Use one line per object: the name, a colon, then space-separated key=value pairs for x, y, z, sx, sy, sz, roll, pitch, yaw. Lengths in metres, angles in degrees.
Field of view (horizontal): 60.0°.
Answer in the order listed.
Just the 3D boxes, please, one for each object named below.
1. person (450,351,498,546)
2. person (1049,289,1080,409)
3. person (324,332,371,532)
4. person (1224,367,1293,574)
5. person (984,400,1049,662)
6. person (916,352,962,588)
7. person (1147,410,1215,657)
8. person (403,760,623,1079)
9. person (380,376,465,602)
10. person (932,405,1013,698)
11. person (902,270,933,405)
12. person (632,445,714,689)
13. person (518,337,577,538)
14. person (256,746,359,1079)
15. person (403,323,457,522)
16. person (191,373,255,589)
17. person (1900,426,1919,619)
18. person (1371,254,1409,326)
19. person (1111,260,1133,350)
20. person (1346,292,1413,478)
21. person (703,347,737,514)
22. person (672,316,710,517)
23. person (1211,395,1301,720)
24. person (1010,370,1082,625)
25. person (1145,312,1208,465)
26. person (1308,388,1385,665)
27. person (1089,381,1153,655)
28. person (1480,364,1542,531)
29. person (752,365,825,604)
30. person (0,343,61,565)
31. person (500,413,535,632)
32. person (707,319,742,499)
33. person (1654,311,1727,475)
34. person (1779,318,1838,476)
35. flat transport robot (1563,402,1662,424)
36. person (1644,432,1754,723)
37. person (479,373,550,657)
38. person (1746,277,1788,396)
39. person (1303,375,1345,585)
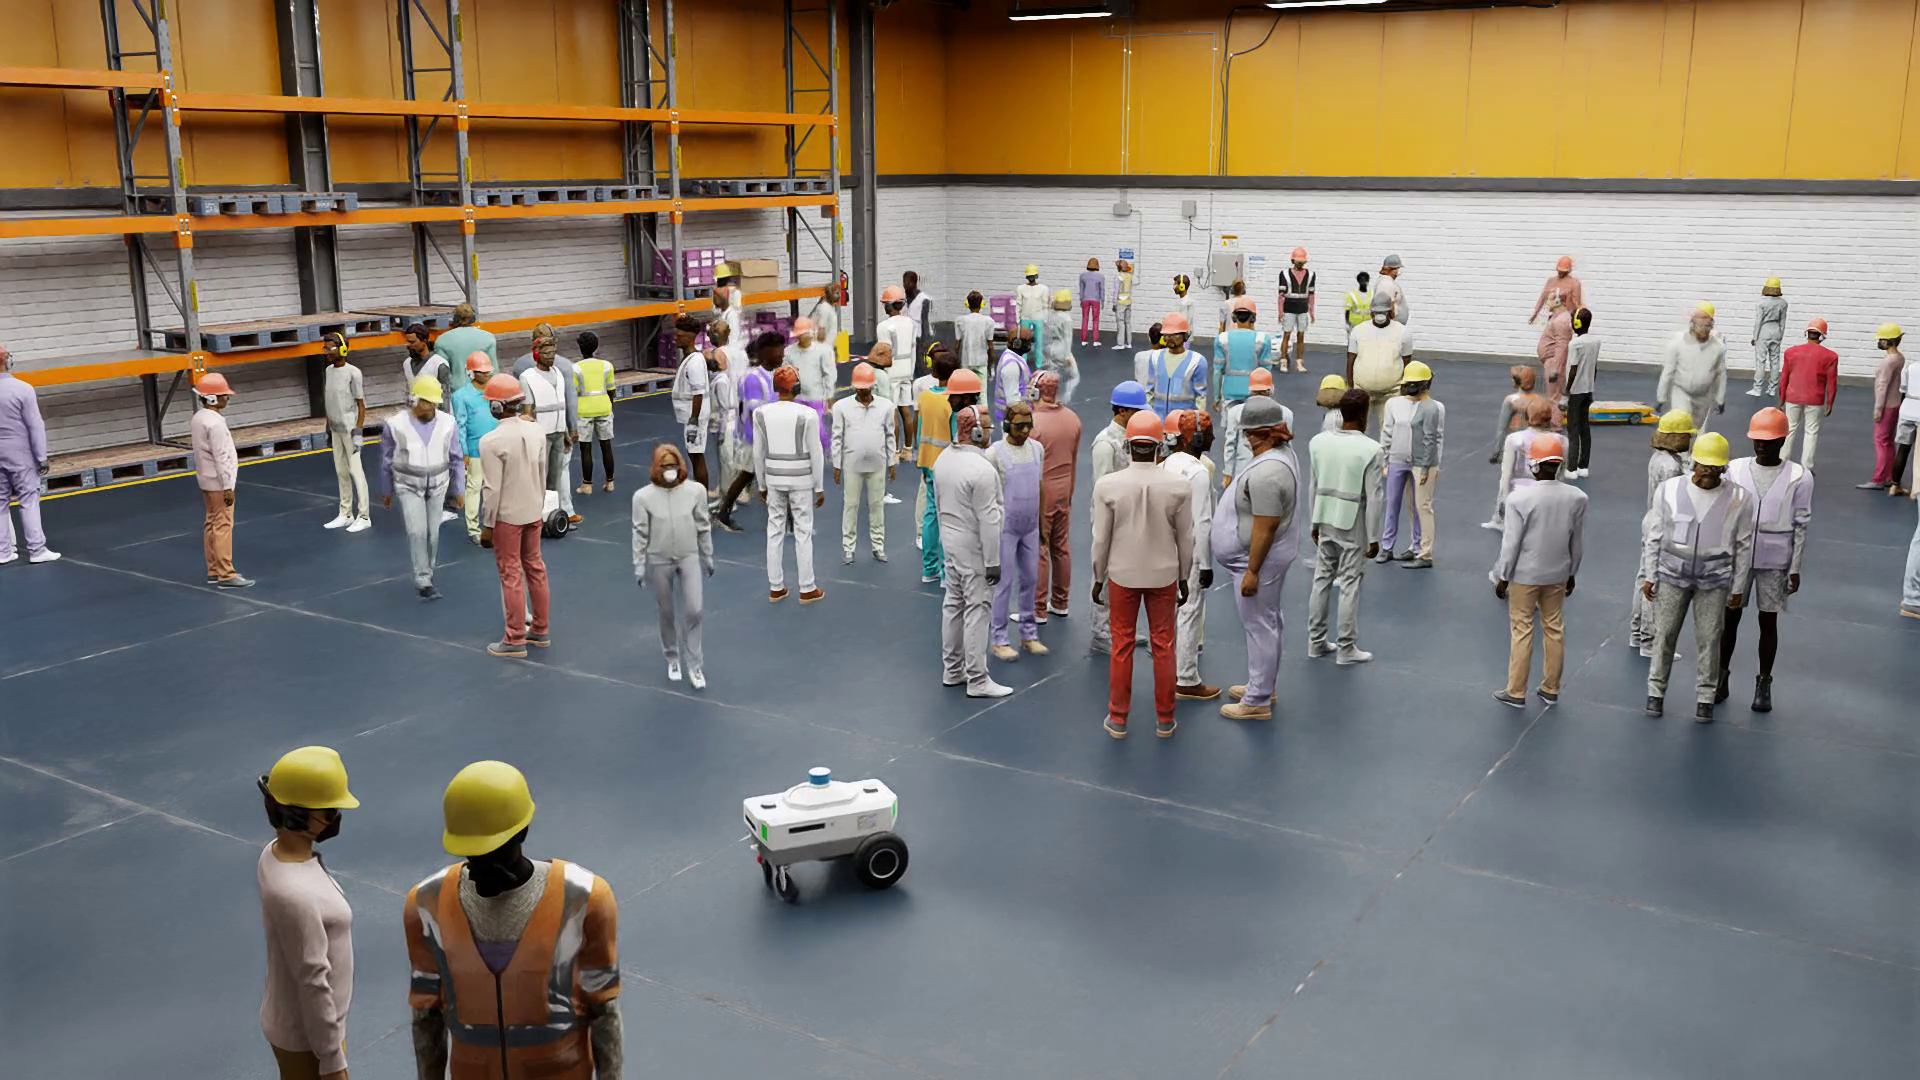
person: x=-4.313 y=-0.836 z=15.062 sx=0.326 sy=1.752 sz=0.563 roll=8 pitch=15 yaw=31
person: x=1.396 y=-2.478 z=22.213 sx=0.454 sy=1.727 sz=0.506 roll=-7 pitch=15 yaw=-29
person: x=-5.779 y=-1.013 z=15.573 sx=0.509 sy=1.872 sz=0.328 roll=8 pitch=15 yaw=31
person: x=2.492 y=-0.572 z=13.913 sx=0.574 sy=1.749 sz=0.333 roll=2 pitch=13 yaw=7
person: x=0.387 y=-0.067 z=11.559 sx=0.515 sy=1.835 sz=0.355 roll=-9 pitch=16 yaw=-35
person: x=-0.136 y=-0.569 z=13.549 sx=0.373 sy=1.914 sz=0.597 roll=-9 pitch=16 yaw=-35
person: x=1.511 y=-0.037 z=11.596 sx=0.573 sy=1.749 sz=0.343 roll=-11 pitch=17 yaw=-40
person: x=-1.216 y=1.503 z=4.575 sx=0.585 sy=1.915 sz=0.398 roll=0 pitch=13 yaw=1
person: x=-4.231 y=-0.412 z=13.147 sx=0.616 sy=1.777 sz=0.873 roll=-8 pitch=15 yaw=-32
person: x=0.092 y=0.071 z=10.793 sx=0.408 sy=1.908 sz=0.646 roll=-8 pitch=15 yaw=-30
person: x=-0.610 y=-2.861 z=23.523 sx=0.457 sy=1.898 sz=0.633 roll=-10 pitch=16 yaw=-38
person: x=-1.874 y=0.182 z=10.935 sx=0.537 sy=1.609 sz=0.655 roll=-3 pitch=13 yaw=-14
person: x=-3.835 y=-0.960 z=15.396 sx=0.377 sy=1.844 sz=0.570 roll=6 pitch=14 yaw=24
person: x=-1.939 y=1.472 z=5.042 sx=0.327 sy=1.760 sz=0.524 roll=-7 pitch=15 yaw=-28
person: x=-5.096 y=-1.130 z=16.000 sx=0.589 sy=1.911 sz=0.387 roll=8 pitch=15 yaw=33
person: x=-6.019 y=-0.486 z=13.543 sx=0.340 sy=1.749 sz=0.572 roll=-10 pitch=17 yaw=-38
person: x=7.431 y=-0.393 z=12.615 sx=0.390 sy=1.991 sz=0.626 roll=8 pitch=15 yaw=32
person: x=6.448 y=-3.263 z=24.958 sx=0.536 sy=2.000 sz=0.683 roll=1 pitch=13 yaw=2
person: x=2.961 y=-4.280 z=30.275 sx=0.314 sy=1.632 sz=0.519 roll=11 pitch=17 yaw=39
person: x=4.551 y=-1.692 z=18.143 sx=0.689 sy=2.000 sz=0.537 roll=4 pitch=14 yaw=18
person: x=-2.358 y=-1.077 z=16.366 sx=0.315 sy=1.636 sz=0.515 roll=-3 pitch=13 yaw=-13
person: x=-2.604 y=-1.191 z=16.135 sx=0.367 sy=1.966 sz=0.603 roll=-3 pitch=13 yaw=-13
person: x=1.832 y=0.097 z=10.387 sx=0.538 sy=2.000 sz=0.682 roll=4 pitch=14 yaw=18
person: x=0.614 y=-0.318 z=12.483 sx=0.408 sy=1.908 sz=0.638 roll=11 pitch=17 yaw=41
person: x=2.005 y=-1.116 z=15.638 sx=0.605 sy=2.045 sz=0.378 roll=8 pitch=15 yaw=30
person: x=2.640 y=-0.091 z=11.498 sx=0.388 sy=1.910 sz=0.591 roll=-11 pitch=17 yaw=-39
person: x=1.129 y=-0.156 z=11.715 sx=0.416 sy=1.939 sz=0.605 roll=7 pitch=15 yaw=29
person: x=5.181 y=-0.811 z=15.271 sx=0.509 sy=1.605 sz=0.791 roll=-11 pitch=17 yaw=-39
person: x=-1.330 y=-0.430 z=13.020 sx=0.576 sy=1.882 sz=0.355 roll=4 pitch=13 yaw=16
person: x=-8.137 y=-0.731 z=14.264 sx=0.652 sy=1.909 sz=0.409 roll=0 pitch=13 yaw=0
person: x=-3.258 y=-0.129 z=12.245 sx=0.315 sy=1.639 sz=0.515 roll=0 pitch=13 yaw=0
person: x=-2.429 y=-1.336 z=17.028 sx=0.346 sy=1.847 sz=0.505 roll=6 pitch=14 yaw=23
person: x=7.883 y=-1.517 z=17.829 sx=0.693 sy=1.839 sz=1.049 roll=0 pitch=13 yaw=-1
person: x=9.288 y=-1.559 z=18.233 sx=0.575 sy=1.739 sz=0.350 roll=9 pitch=16 yaw=35
flat transport robot: x=8.484 y=-1.693 z=22.028 sx=1.431 sy=0.197 sz=0.652 roll=-1 pitch=13 yaw=-5
person: x=4.557 y=0.228 z=10.304 sx=0.596 sy=1.825 sz=0.403 roll=6 pitch=14 yaw=26
person: x=-3.129 y=-0.174 z=11.658 sx=0.375 sy=1.997 sz=0.609 roll=6 pitch=14 yaw=25
person: x=11.858 y=-2.988 z=24.418 sx=0.486 sy=1.744 sz=0.294 roll=-2 pitch=13 yaw=-7
person: x=3.094 y=-0.508 z=13.763 sx=0.587 sy=1.702 sz=0.571 roll=5 pitch=14 yaw=20
